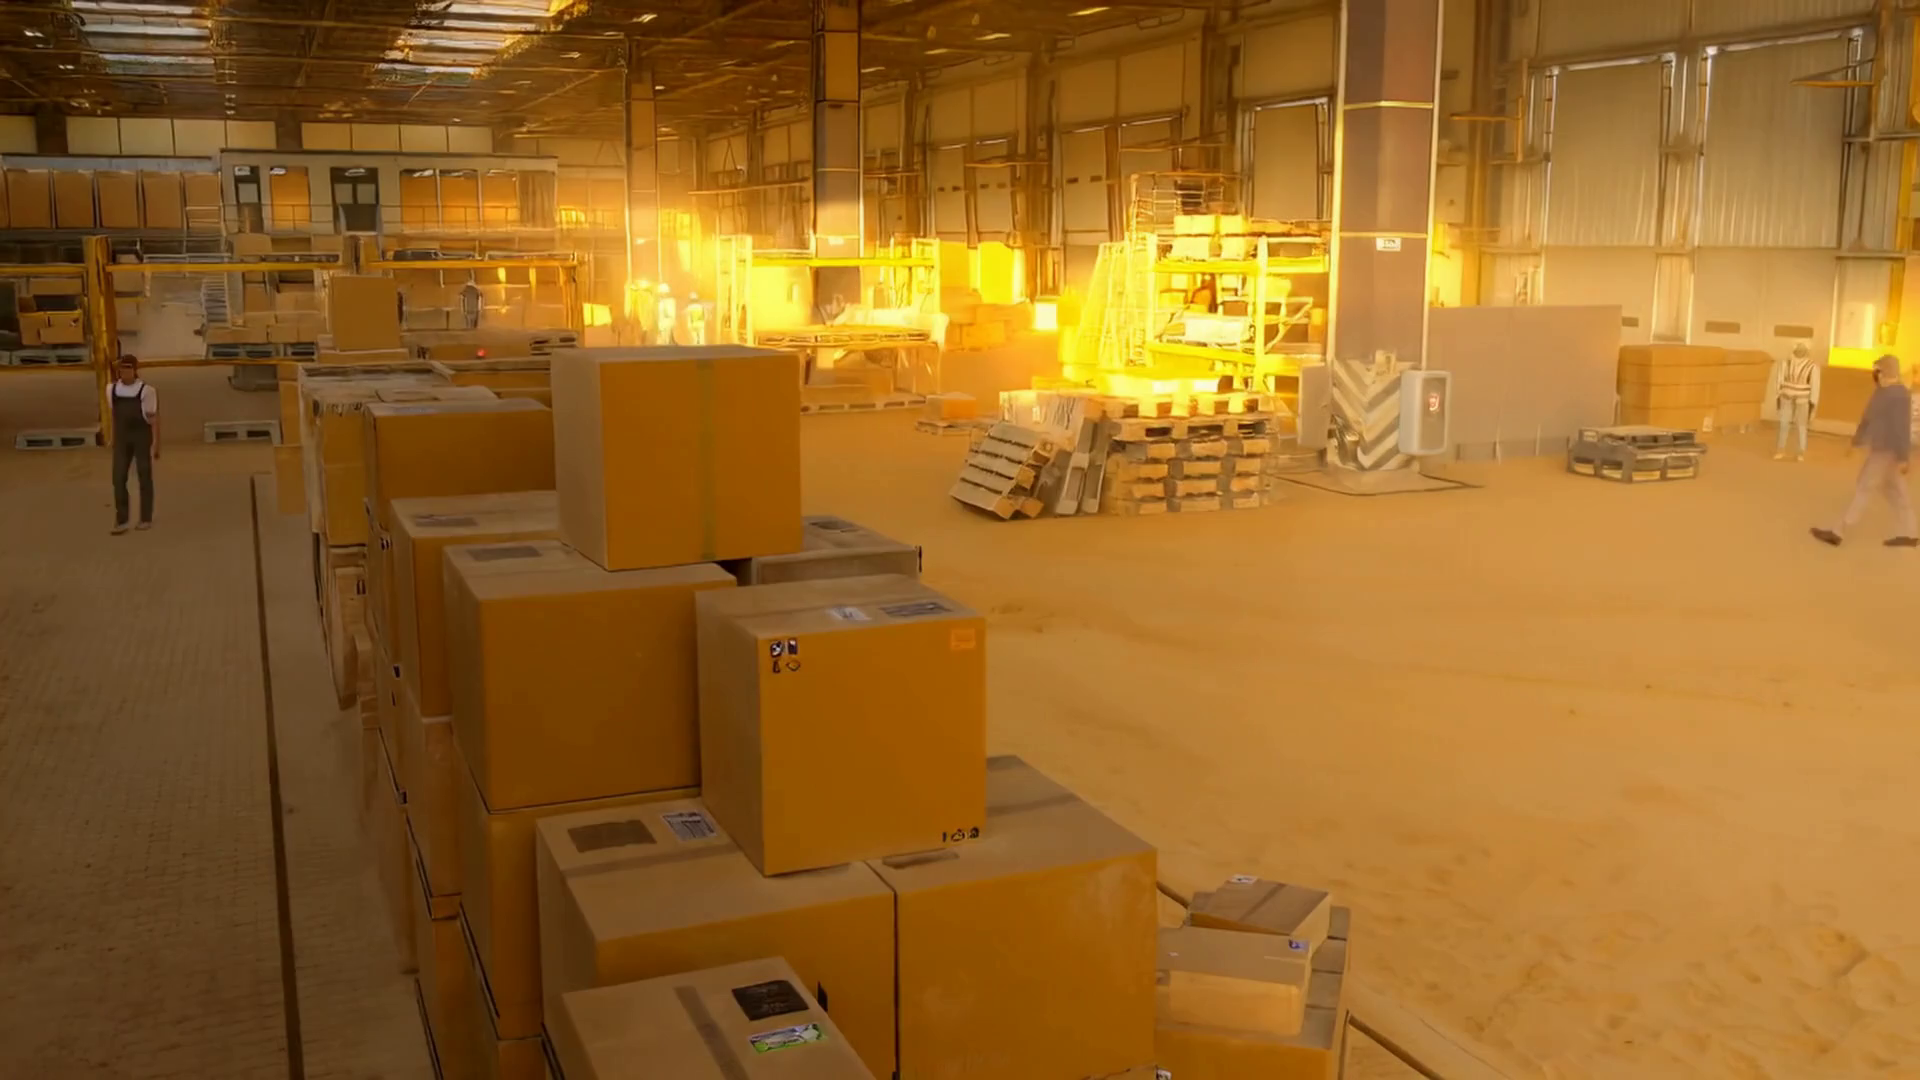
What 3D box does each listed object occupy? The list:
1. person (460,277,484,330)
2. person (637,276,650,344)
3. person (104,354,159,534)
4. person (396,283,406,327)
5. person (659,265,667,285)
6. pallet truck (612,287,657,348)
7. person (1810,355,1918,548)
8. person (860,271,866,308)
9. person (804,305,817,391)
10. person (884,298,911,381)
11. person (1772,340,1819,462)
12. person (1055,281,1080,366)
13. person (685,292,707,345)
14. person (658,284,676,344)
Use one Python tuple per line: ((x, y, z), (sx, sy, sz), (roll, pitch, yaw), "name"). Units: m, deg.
((-13.723, -6.440, 46.801), (0.656, 1.928, 0.454), (-4, 11, -19), "person")
((-8.980, -6.543, 47.354), (0.632, 1.931, 0.577), (5, 12, 27), "person")
((-8.427, -0.961, 16.866), (0.547, 1.828, 0.682), (-1, 10, -5), "person")
((-14.941, -5.924, 44.021), (0.588, 1.913, 0.537), (-1, 10, -3), "person")
((-11.772, -9.850, 65.593), (1.043, 1.942, 0.615), (5, 12, 26), "person")
((-6.464, -4.406, 35.401), (0.823, 1.965, 1.885), (6, 12, 32), "pallet truck")
((8.871, -0.849, 16.115), (1.029, 1.883, 0.640), (3, 11, 14), "person")
((-3.631, -8.734, 59.559), (0.570, 1.882, 0.976), (2, 10, 11), "person")
((-2.941, -3.790, 32.831), (0.318, 1.698, 0.539), (0, 10, 0), "person")
((-1.236, -4.206, 35.002), (0.824, 1.729, 0.552), (-6, 12, -30), "person")
((11.298, -1.881, 22.469), (0.514, 1.642, 0.310), (10, 14, 43), "person")
((2.548, -5.102, 39.250), (0.612, 1.995, 0.382), (-3, 11, -15), "person")
((-6.331, -5.108, 40.013), (0.517, 1.717, 0.480), (-3, 11, -16), "person")
((-6.932, -5.064, 39.265), (0.408, 1.917, 0.586), (6, 12, 29), "person")
